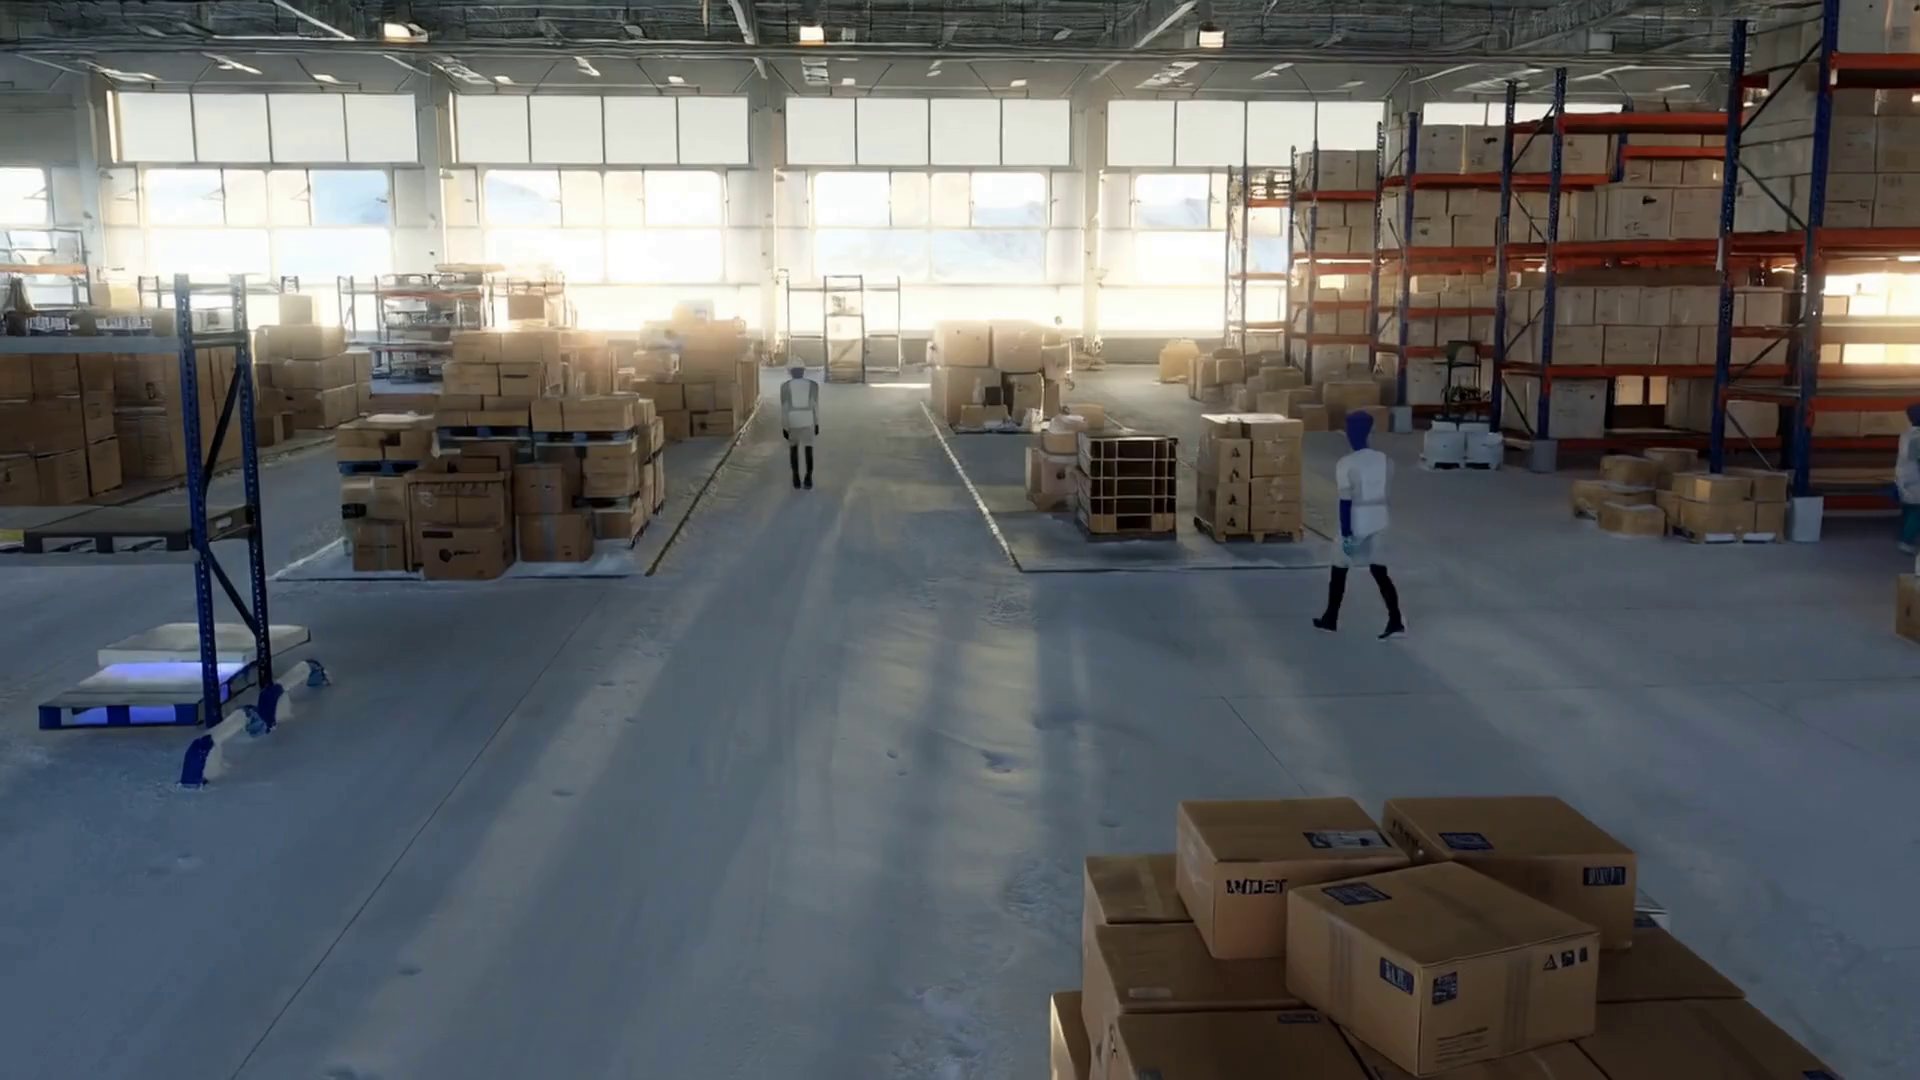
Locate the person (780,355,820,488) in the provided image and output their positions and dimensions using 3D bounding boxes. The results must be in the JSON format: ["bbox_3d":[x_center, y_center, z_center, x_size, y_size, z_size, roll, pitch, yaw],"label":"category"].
[{"bbox_3d":[-2.252,-1.653,23.443,0.557,1.916,0.762,-1,9,-7],"label":"person"}]

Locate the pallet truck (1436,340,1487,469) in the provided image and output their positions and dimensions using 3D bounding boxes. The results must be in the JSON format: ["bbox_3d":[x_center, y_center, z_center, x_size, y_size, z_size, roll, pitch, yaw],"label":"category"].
[{"bbox_3d":[8.004,-2.170,26.422,0.823,1.965,1.885,2,9,14],"label":"pallet truck"}]

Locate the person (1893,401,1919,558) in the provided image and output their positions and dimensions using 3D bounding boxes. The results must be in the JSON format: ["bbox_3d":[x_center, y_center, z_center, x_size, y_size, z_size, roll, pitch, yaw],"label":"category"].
[{"bbox_3d":[10.221,-0.649,17.817,0.365,1.690,0.569,1,9,5],"label":"person"}]

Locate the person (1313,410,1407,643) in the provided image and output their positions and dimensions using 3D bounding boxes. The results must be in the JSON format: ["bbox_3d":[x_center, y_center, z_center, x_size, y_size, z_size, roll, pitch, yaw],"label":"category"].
[{"bbox_3d":[3.355,-0.113,13.774,0.603,1.925,1.003,-4,10,-25],"label":"person"}]
